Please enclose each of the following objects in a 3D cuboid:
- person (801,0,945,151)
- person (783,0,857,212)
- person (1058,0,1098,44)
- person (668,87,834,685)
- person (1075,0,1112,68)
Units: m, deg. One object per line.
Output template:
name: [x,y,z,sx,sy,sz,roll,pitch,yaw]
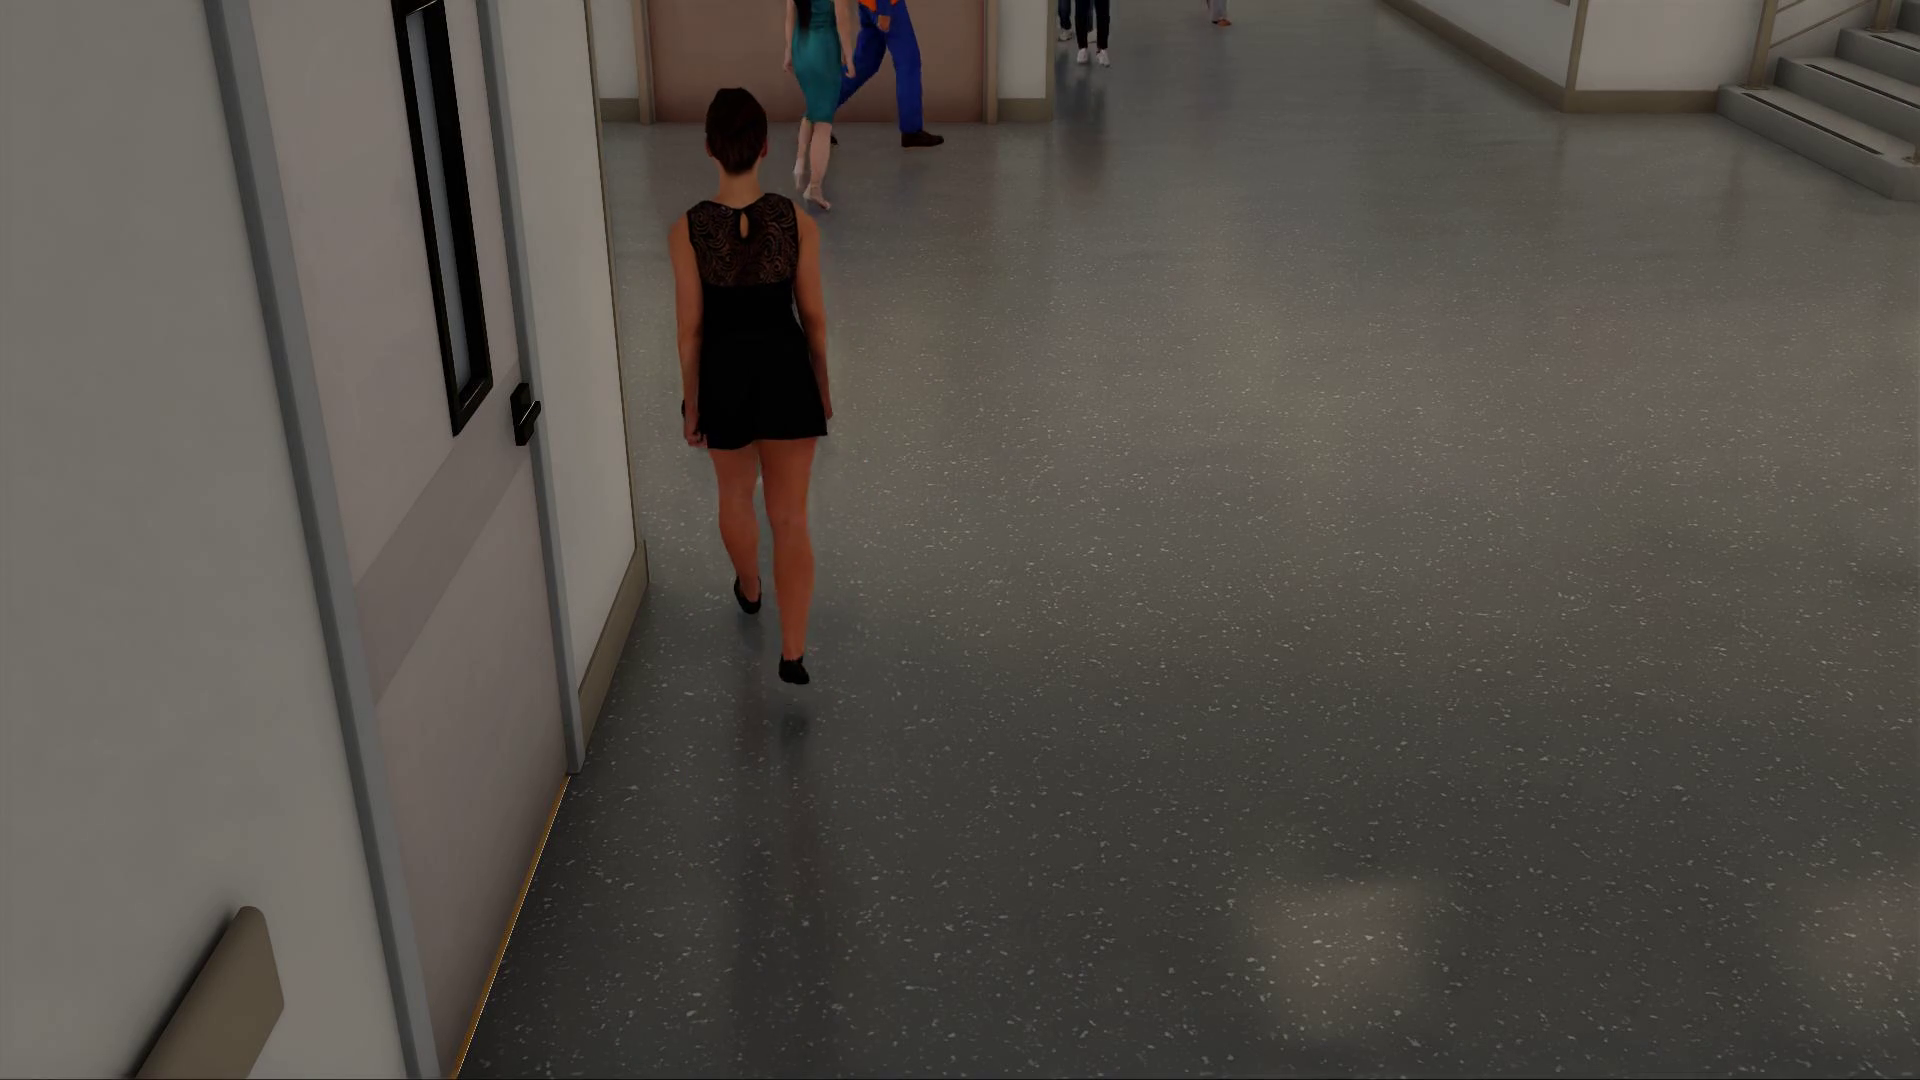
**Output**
person: [-0.595,-3.378,10.613,1.278,1.833,0.961,-9,27,-18]
person: [-0.855,-2.649,9.284,0.714,1.674,0.780,18,31,33]
person: [1.068,-5.404,14.793,0.711,1.852,0.822,16,30,30]
person: [-0.559,-0.367,4.589,1.071,1.641,0.779,-4,26,-8]
person: [1.059,-4.750,13.716,0.701,1.609,0.648,1,26,2]
